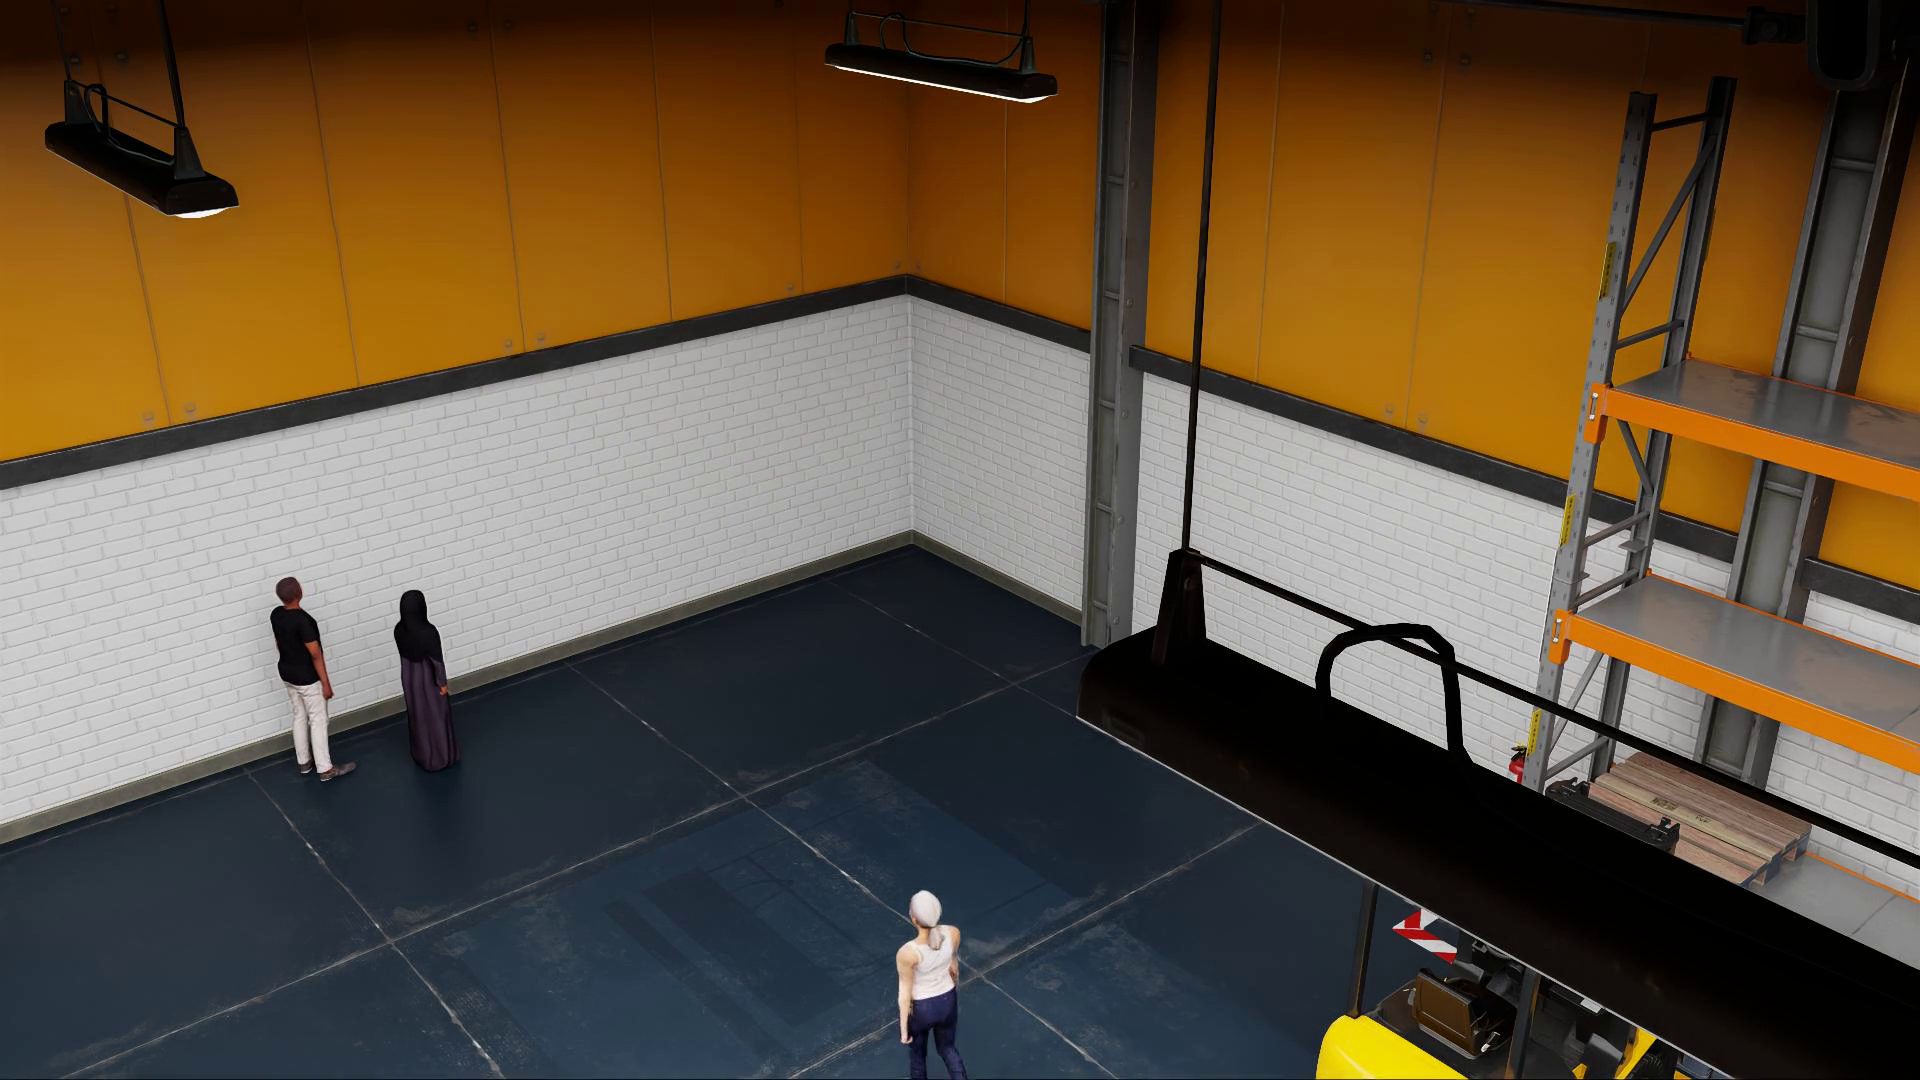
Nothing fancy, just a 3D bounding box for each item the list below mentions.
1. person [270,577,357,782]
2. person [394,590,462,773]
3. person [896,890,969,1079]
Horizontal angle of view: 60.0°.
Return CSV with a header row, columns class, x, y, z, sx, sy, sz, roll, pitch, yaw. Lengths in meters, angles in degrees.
class,x,y,z,sx,sy,sz,roll,pitch,yaw
person,-5.409,1.129,13.703,0.633,1.804,0.793,15,28,30
person,-4.492,1.150,13.891,0.678,1.615,0.763,10,26,22
person,-0.119,2.858,9.894,0.693,1.688,0.989,-14,27,-30
